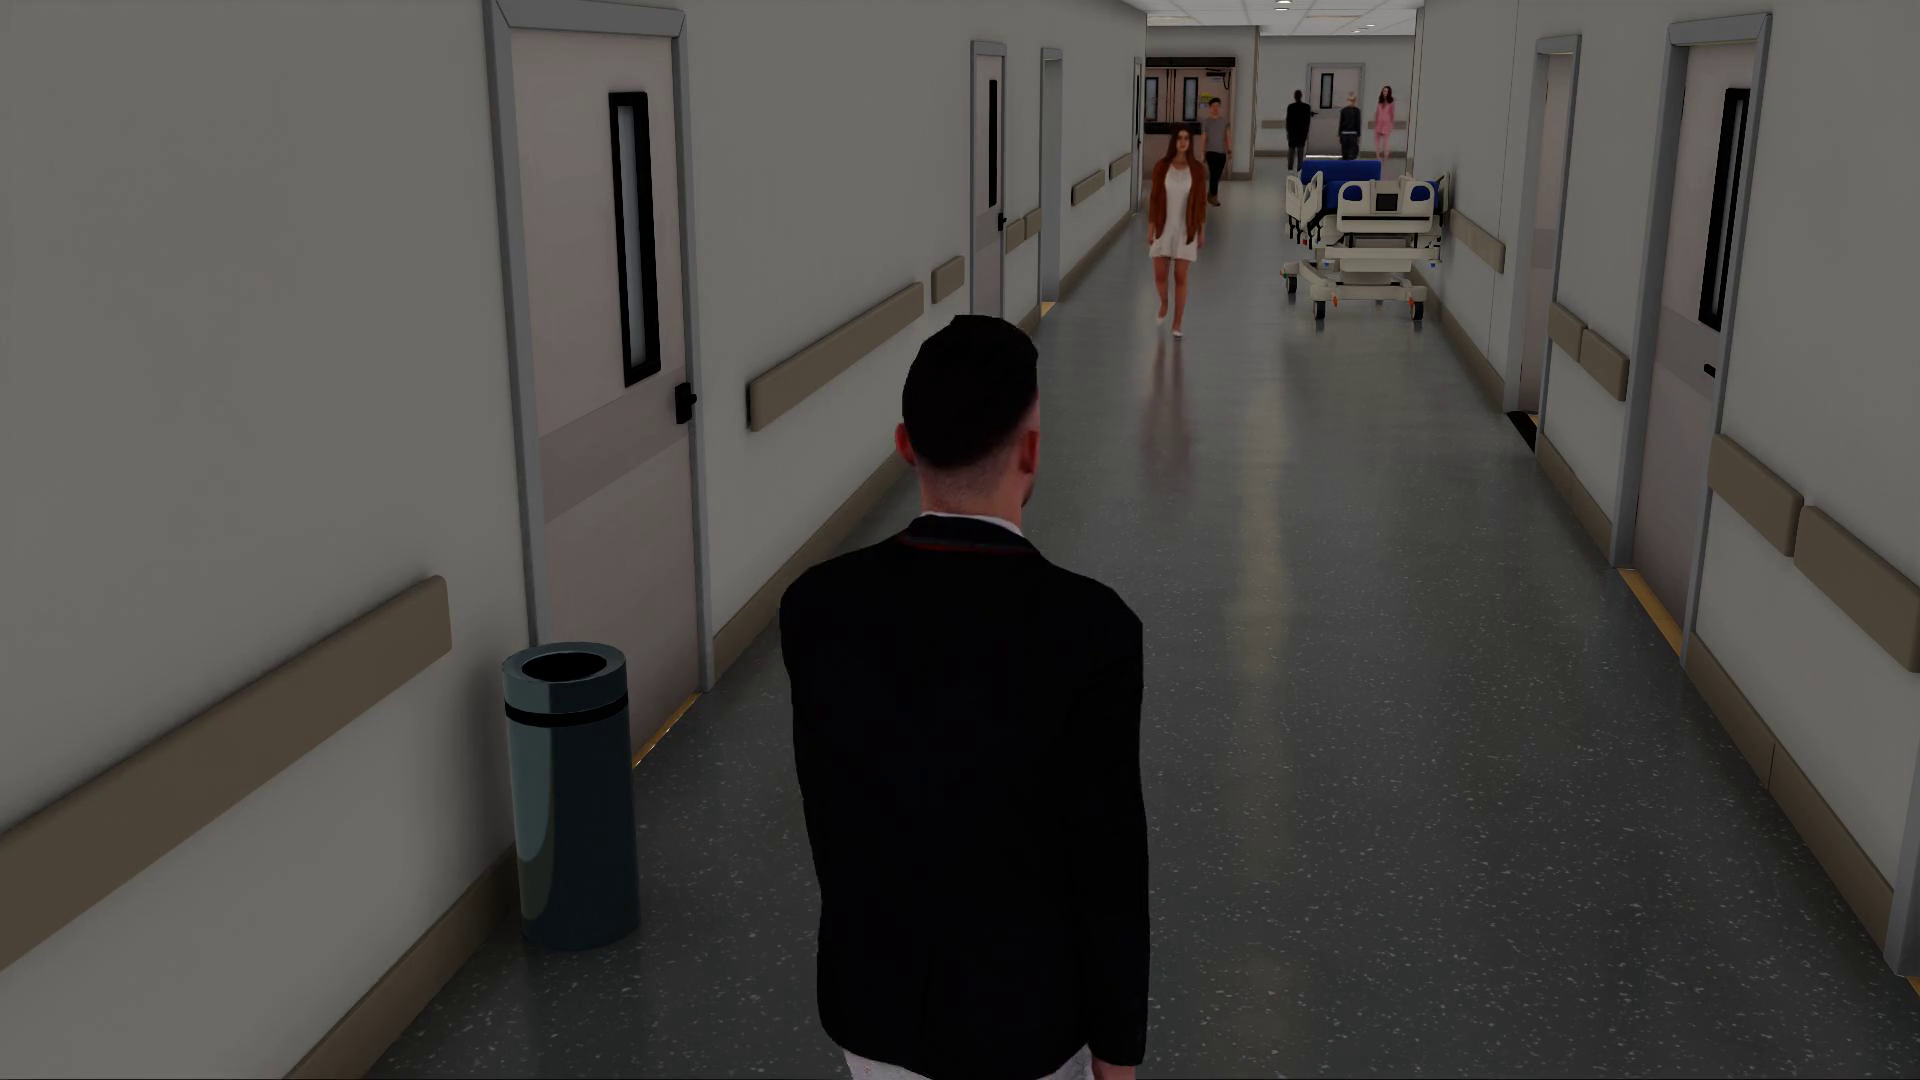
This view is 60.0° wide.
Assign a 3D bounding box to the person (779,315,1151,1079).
[{"bbox_3d":[-0.033,0.652,2.112,0.619,1.830,0.747,6,17,19],"label":"person"}]

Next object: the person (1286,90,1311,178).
[{"bbox_3d":[6.935,-8.332,34.147,0.770,1.738,0.686,3,16,12],"label":"person"}]

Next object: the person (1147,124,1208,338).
[{"bbox_3d":[1.768,-2.542,13.661,0.691,1.711,0.695,2,16,8],"label":"person"}]

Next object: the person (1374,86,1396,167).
[{"bbox_3d":[9.724,-9.427,37.953,0.765,1.781,0.847,12,20,36],"label":"person"}]

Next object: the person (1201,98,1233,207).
[{"bbox_3d":[4.083,-6.193,26.673,1.169,1.677,0.939,-3,16,-10],"label":"person"}]

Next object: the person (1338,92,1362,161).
[{"bbox_3d":[7.788,-8.086,33.324,0.900,1.712,0.869,10,18,30],"label":"person"}]
